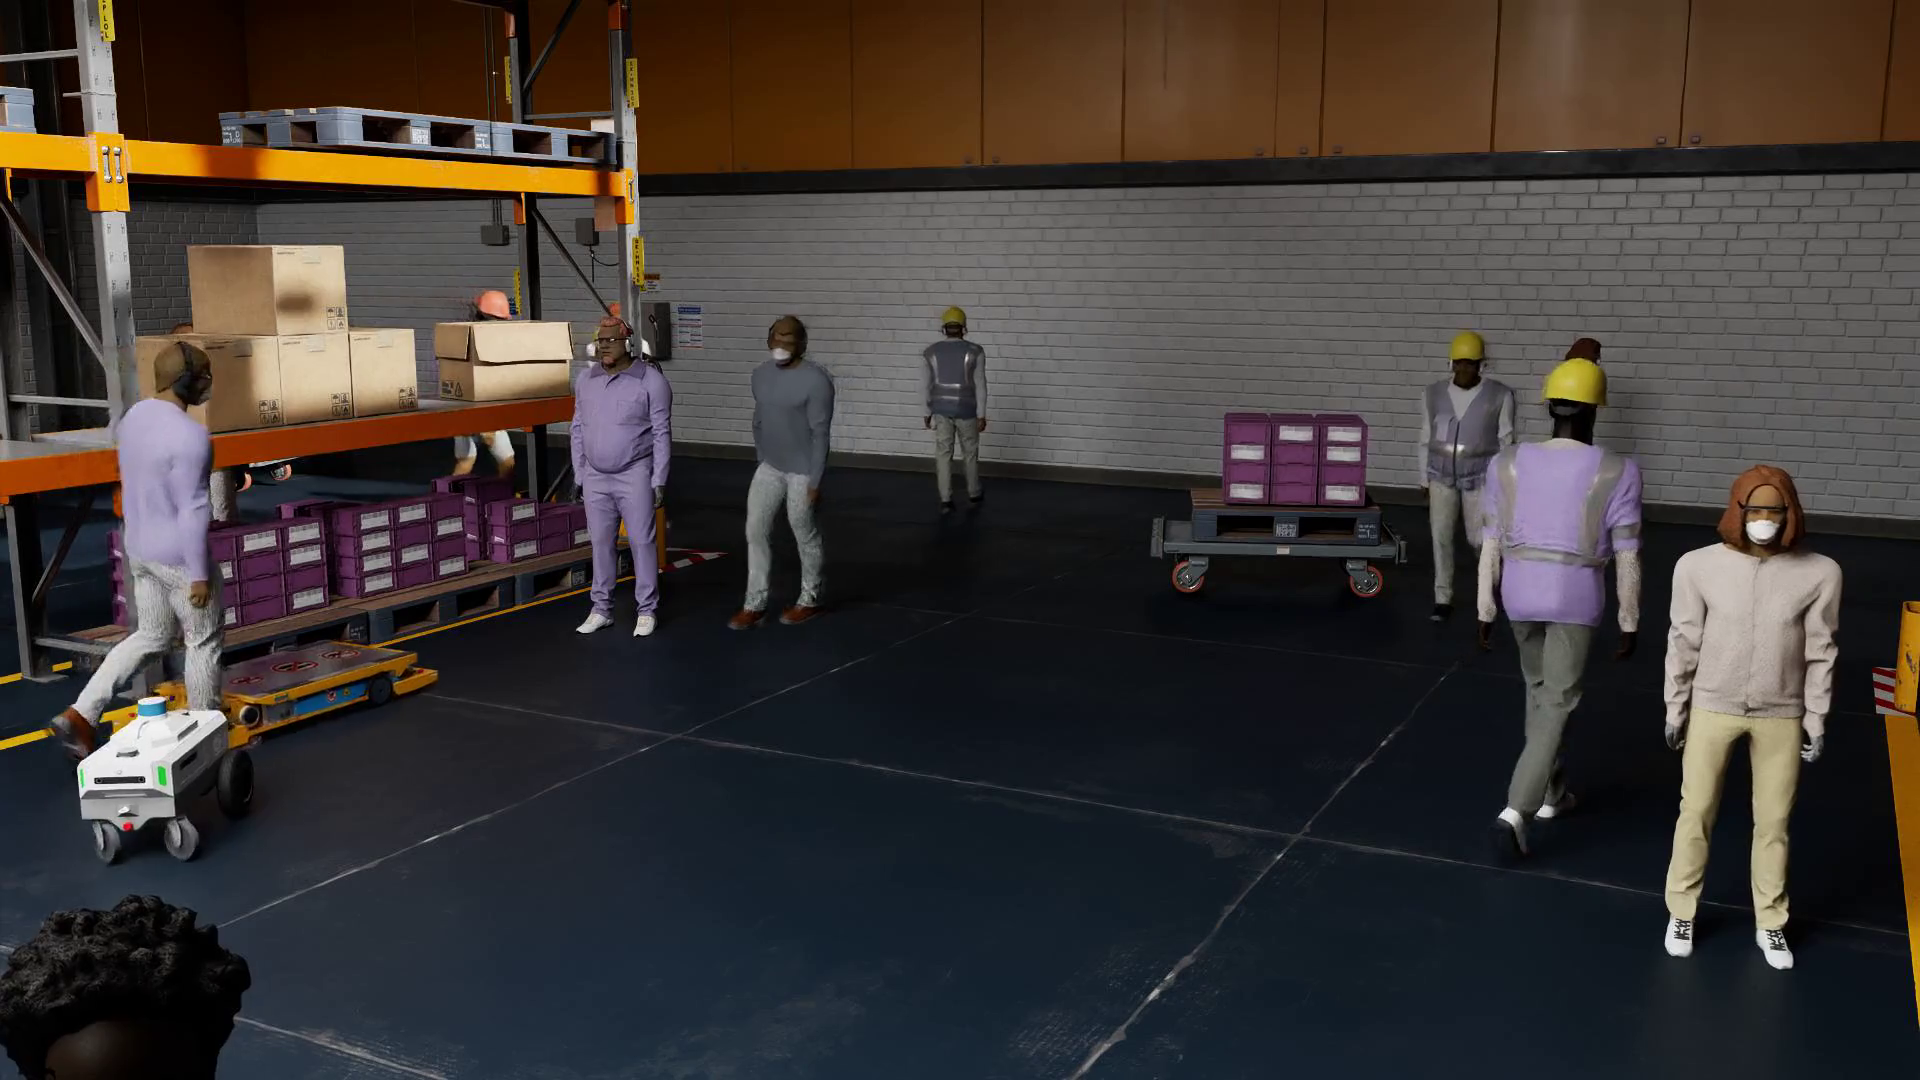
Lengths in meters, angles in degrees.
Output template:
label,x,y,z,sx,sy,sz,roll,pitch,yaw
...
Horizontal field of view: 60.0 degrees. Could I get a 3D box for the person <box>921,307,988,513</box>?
label,x,y,z,sx,sy,sz,roll,pitch,yaw
person,-0.028,-1.162,14.782,0.621,1.797,0.758,2,10,13

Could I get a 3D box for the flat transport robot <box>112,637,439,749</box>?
label,x,y,z,sx,sy,sz,roll,pitch,yaw
flat transport robot,-3.344,0.736,8.231,0.652,0.197,1.431,5,11,26

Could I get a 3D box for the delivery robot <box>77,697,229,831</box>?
label,x,y,z,sx,sy,sz,roll,pitch,yaw
delivery robot,-3.120,0.854,6.458,0.477,0.478,0.707,-1,10,-5

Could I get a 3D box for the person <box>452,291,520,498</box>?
label,x,y,z,sx,sy,sz,roll,pitch,yaw
person,-3.753,-0.983,13.264,0.606,1.974,1.038,8,13,40

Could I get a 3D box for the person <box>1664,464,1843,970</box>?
label,x,y,z,sx,sy,sz,roll,pitch,yaw
person,2.511,0.564,5.320,0.492,1.625,0.284,3,10,19

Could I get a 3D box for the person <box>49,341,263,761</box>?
label,x,y,z,sx,sy,sz,roll,pitch,yaw
person,-3.527,0.092,7.265,0.669,1.906,0.820,7,12,36

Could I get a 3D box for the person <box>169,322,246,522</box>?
label,x,y,z,sx,sy,sz,roll,pitch,yaw
person,-4.894,-0.475,10.708,0.633,1.839,0.429,2,10,9

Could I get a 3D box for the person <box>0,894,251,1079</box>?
label,x,y,z,sx,sy,sz,roll,pitch,yaw
person,-0.769,1.161,1.645,0.531,1.697,0.320,-6,11,-30

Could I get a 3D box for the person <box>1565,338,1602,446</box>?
label,x,y,z,sx,sy,sz,roll,pitch,yaw
person,4.801,-0.753,12.938,0.267,1.628,0.502,8,12,37

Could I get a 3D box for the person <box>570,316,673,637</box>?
label,x,y,z,sx,sy,sz,roll,pitch,yaw
person,-2.035,-0.372,9.914,0.639,1.910,0.407,3,10,15

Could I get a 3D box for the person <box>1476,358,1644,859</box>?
label,x,y,z,sx,sy,sz,roll,pitch,yaw
person,2.260,0.251,6.385,0.599,1.890,0.926,8,13,38

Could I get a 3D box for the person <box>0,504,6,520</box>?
label,x,y,z,sx,sy,sz,roll,pitch,yaw
person,-8.407,-1.112,14.167,0.584,1.919,0.381,-1,10,-8

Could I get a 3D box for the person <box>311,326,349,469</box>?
label,x,y,z,sx,sy,sz,roll,pitch,yaw
person,-6.866,-1.745,17.936,0.667,1.897,0.932,-2,10,-13

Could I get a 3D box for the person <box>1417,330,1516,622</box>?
label,x,y,z,sx,sy,sz,roll,pitch,yaw
person,3.175,-0.411,10.416,0.601,1.814,0.651,6,11,31

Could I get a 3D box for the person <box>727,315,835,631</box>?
label,x,y,z,sx,sy,sz,roll,pitch,yaw
person,-1.075,-0.381,9.966,0.652,1.905,0.824,7,12,35

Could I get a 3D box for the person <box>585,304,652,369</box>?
label,x,y,z,sx,sy,sz,roll,pitch,yaw
person,-2.862,-1.052,14.034,0.584,1.860,0.640,-7,12,-34

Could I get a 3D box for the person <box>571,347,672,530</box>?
label,x,y,z,sx,sy,sz,roll,pitch,yaw
person,-2.791,-0.832,13.231,0.932,1.686,0.510,-4,11,-23
